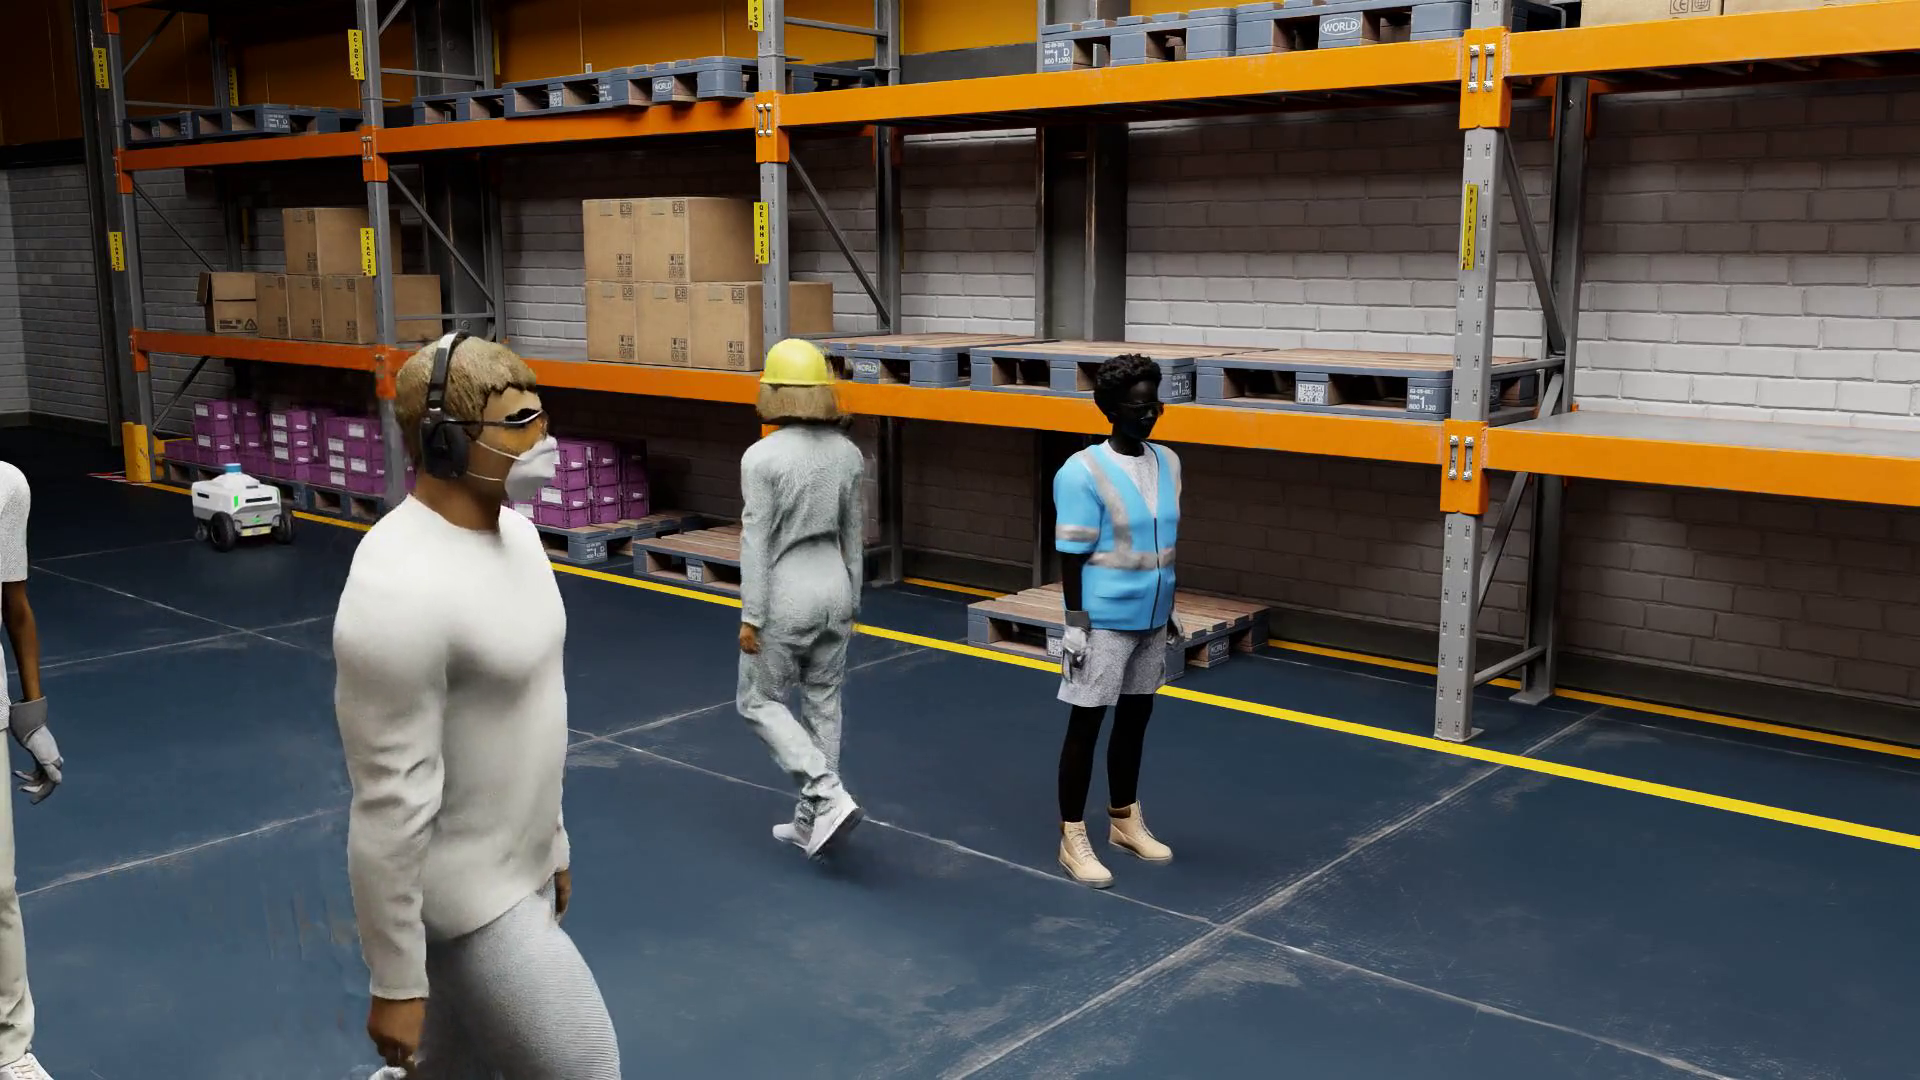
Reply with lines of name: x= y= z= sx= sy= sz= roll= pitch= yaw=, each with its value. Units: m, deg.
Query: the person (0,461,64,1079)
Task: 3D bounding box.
person: x=-2.308 y=0.446 z=3.738 sx=0.328 sy=1.870 sz=0.510 roll=10 pitch=14 yaw=44

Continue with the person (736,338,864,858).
person: x=-0.496 y=0.213 z=5.435 sx=0.434 sy=1.729 sz=0.503 roll=10 pitch=14 yaw=44

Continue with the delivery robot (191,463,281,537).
delivery robot: x=-4.937 y=-0.280 z=11.335 sx=0.707 sy=0.478 sz=0.477 roll=9 pitch=13 yaw=42

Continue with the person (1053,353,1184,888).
person: x=0.518 y=0.250 z=5.336 sx=0.540 sy=1.695 sz=0.317 roll=-9 pitch=13 yaw=-41

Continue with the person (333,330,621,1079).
person: x=-0.868 y=0.590 z=2.834 sx=0.976 sy=1.901 sz=0.639 roll=0 pitch=10 yaw=0
